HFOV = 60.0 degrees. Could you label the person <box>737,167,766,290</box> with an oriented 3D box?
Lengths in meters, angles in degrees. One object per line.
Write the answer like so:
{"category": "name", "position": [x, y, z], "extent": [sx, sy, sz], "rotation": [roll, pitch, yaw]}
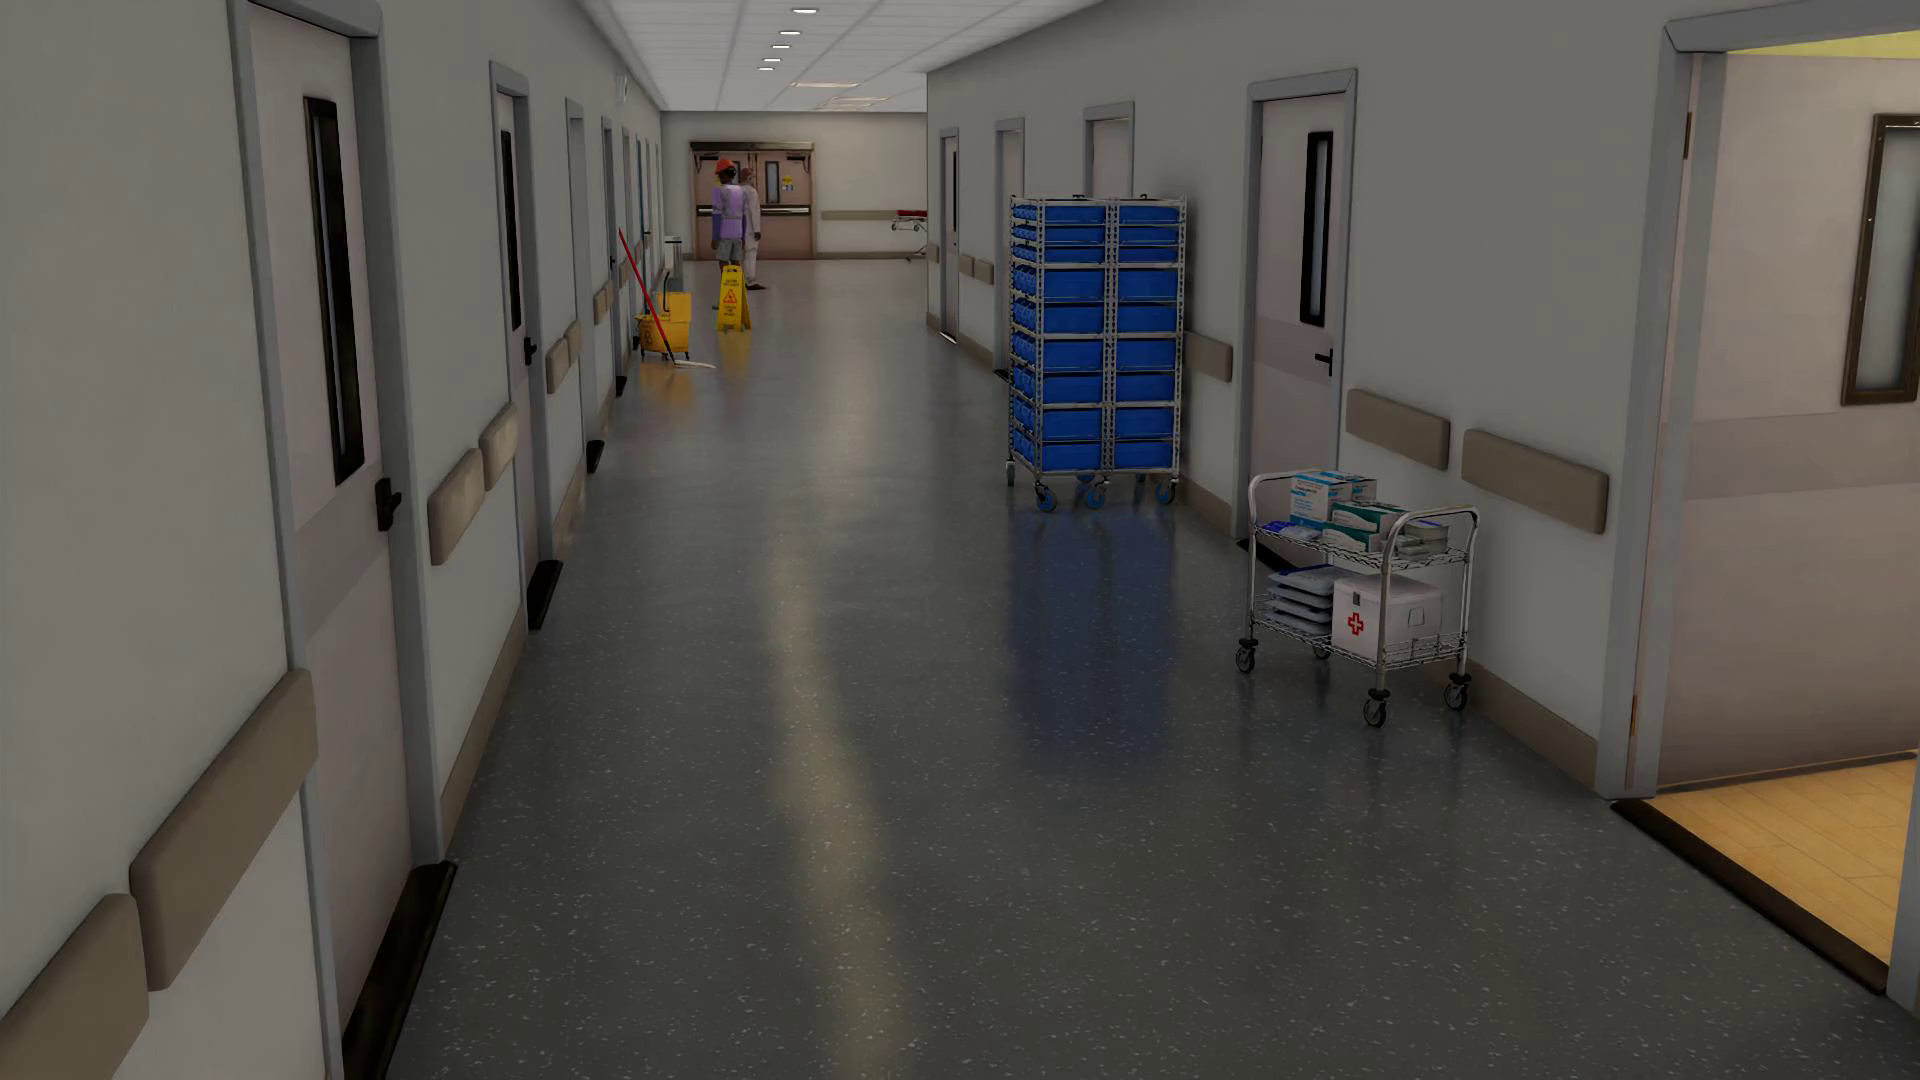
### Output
{"category": "person", "position": [-3.343, -4.912, 26.270], "extent": [0.403, 1.904, 0.652], "rotation": [-11, 17, -41]}

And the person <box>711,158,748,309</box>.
{"category": "person", "position": [-3.157, -4.149, 22.614], "extent": [0.407, 2.029, 0.612], "rotation": [9, 16, 35]}
